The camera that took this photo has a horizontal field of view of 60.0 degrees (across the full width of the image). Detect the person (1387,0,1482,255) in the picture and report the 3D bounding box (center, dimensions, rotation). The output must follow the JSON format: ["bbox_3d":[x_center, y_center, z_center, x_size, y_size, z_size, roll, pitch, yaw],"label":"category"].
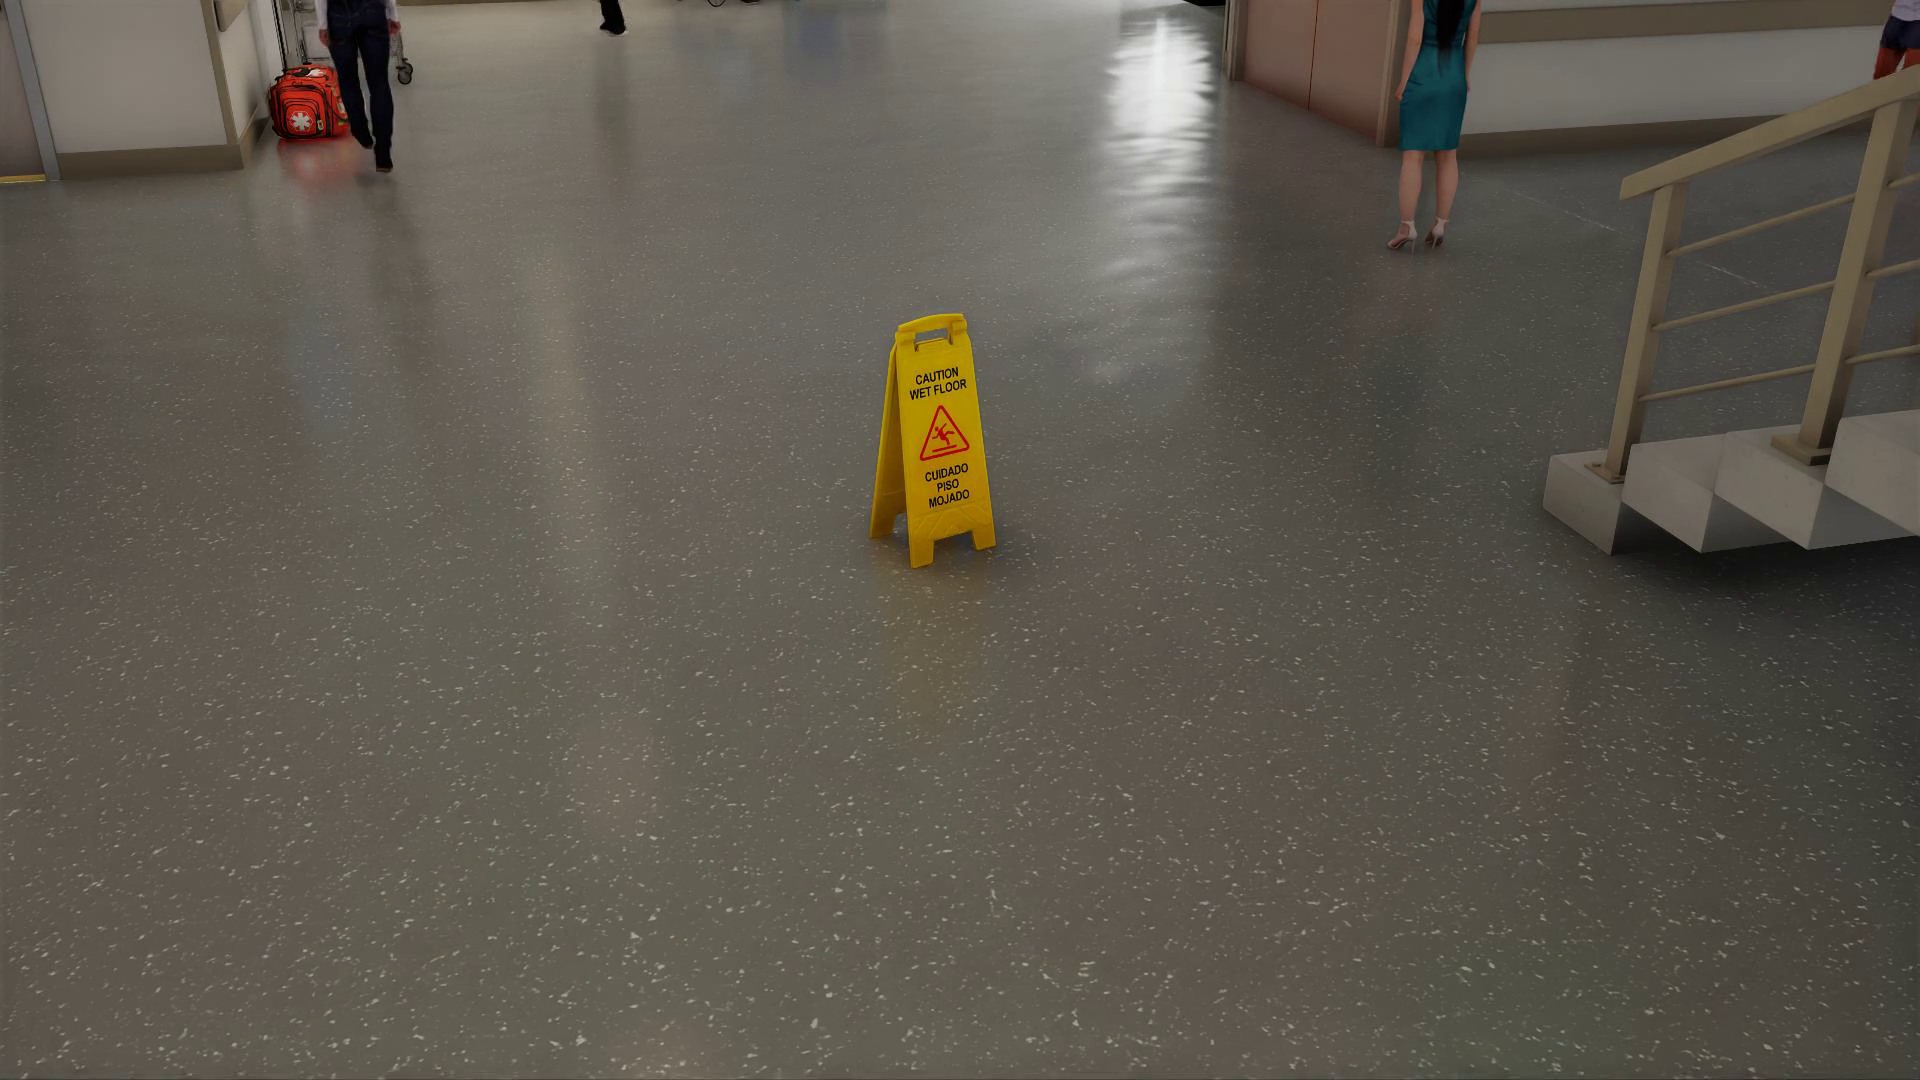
[{"bbox_3d":[2.406,-2.300,8.416,0.545,1.687,0.490,-5,26,-11],"label":"person"}]

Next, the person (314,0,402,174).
[{"bbox_3d":[-3.578,-3.084,9.890,0.760,1.820,1.250,-10,28,-20],"label":"person"}]
